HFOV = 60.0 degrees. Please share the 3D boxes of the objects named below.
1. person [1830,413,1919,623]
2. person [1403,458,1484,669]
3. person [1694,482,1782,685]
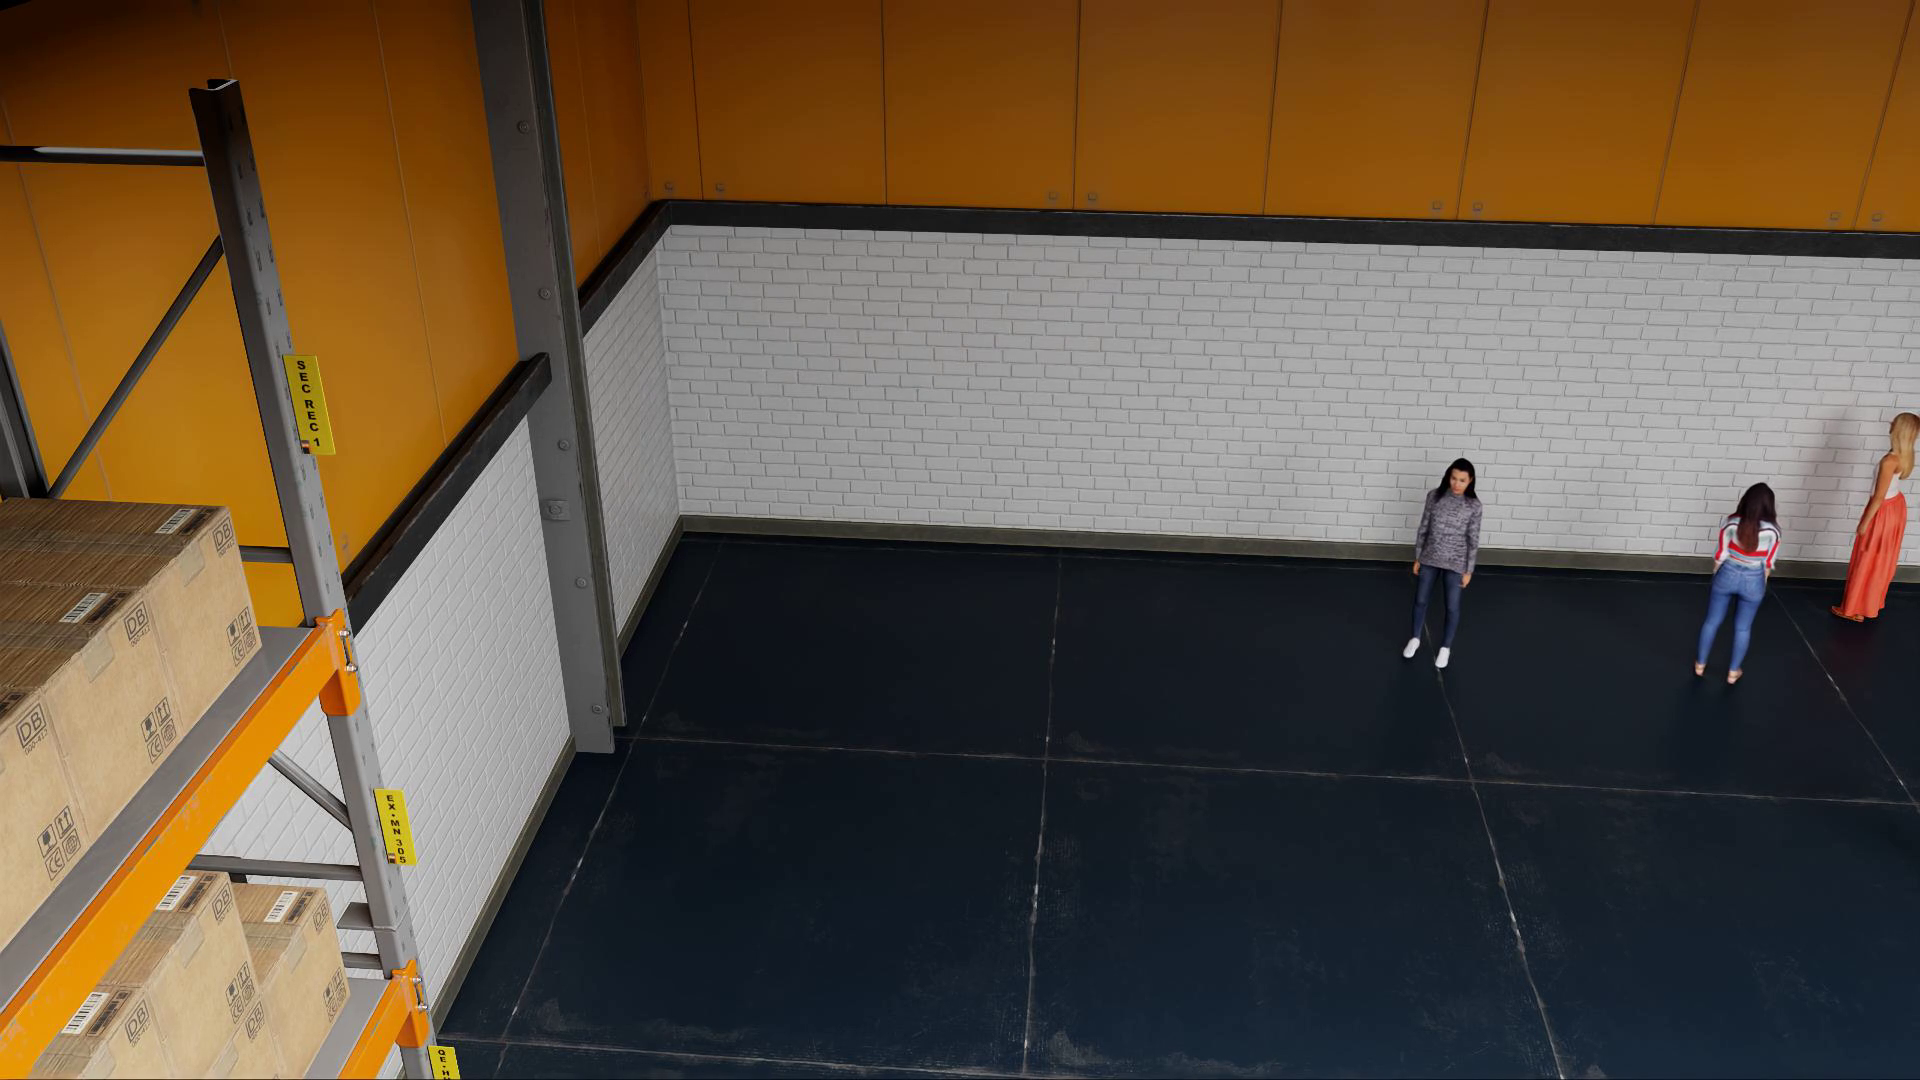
[{"bbox_3d":[7.352,-0.181,13.252,0.730,1.801,0.793,-23,36,-35],"label":"person"},{"bbox_3d":[3.710,0.151,12.715,0.688,1.732,0.675,16,32,26],"label":"person"},{"bbox_3d":[5.878,0.317,12.539,0.666,1.609,0.661,14,32,24],"label":"person"}]
